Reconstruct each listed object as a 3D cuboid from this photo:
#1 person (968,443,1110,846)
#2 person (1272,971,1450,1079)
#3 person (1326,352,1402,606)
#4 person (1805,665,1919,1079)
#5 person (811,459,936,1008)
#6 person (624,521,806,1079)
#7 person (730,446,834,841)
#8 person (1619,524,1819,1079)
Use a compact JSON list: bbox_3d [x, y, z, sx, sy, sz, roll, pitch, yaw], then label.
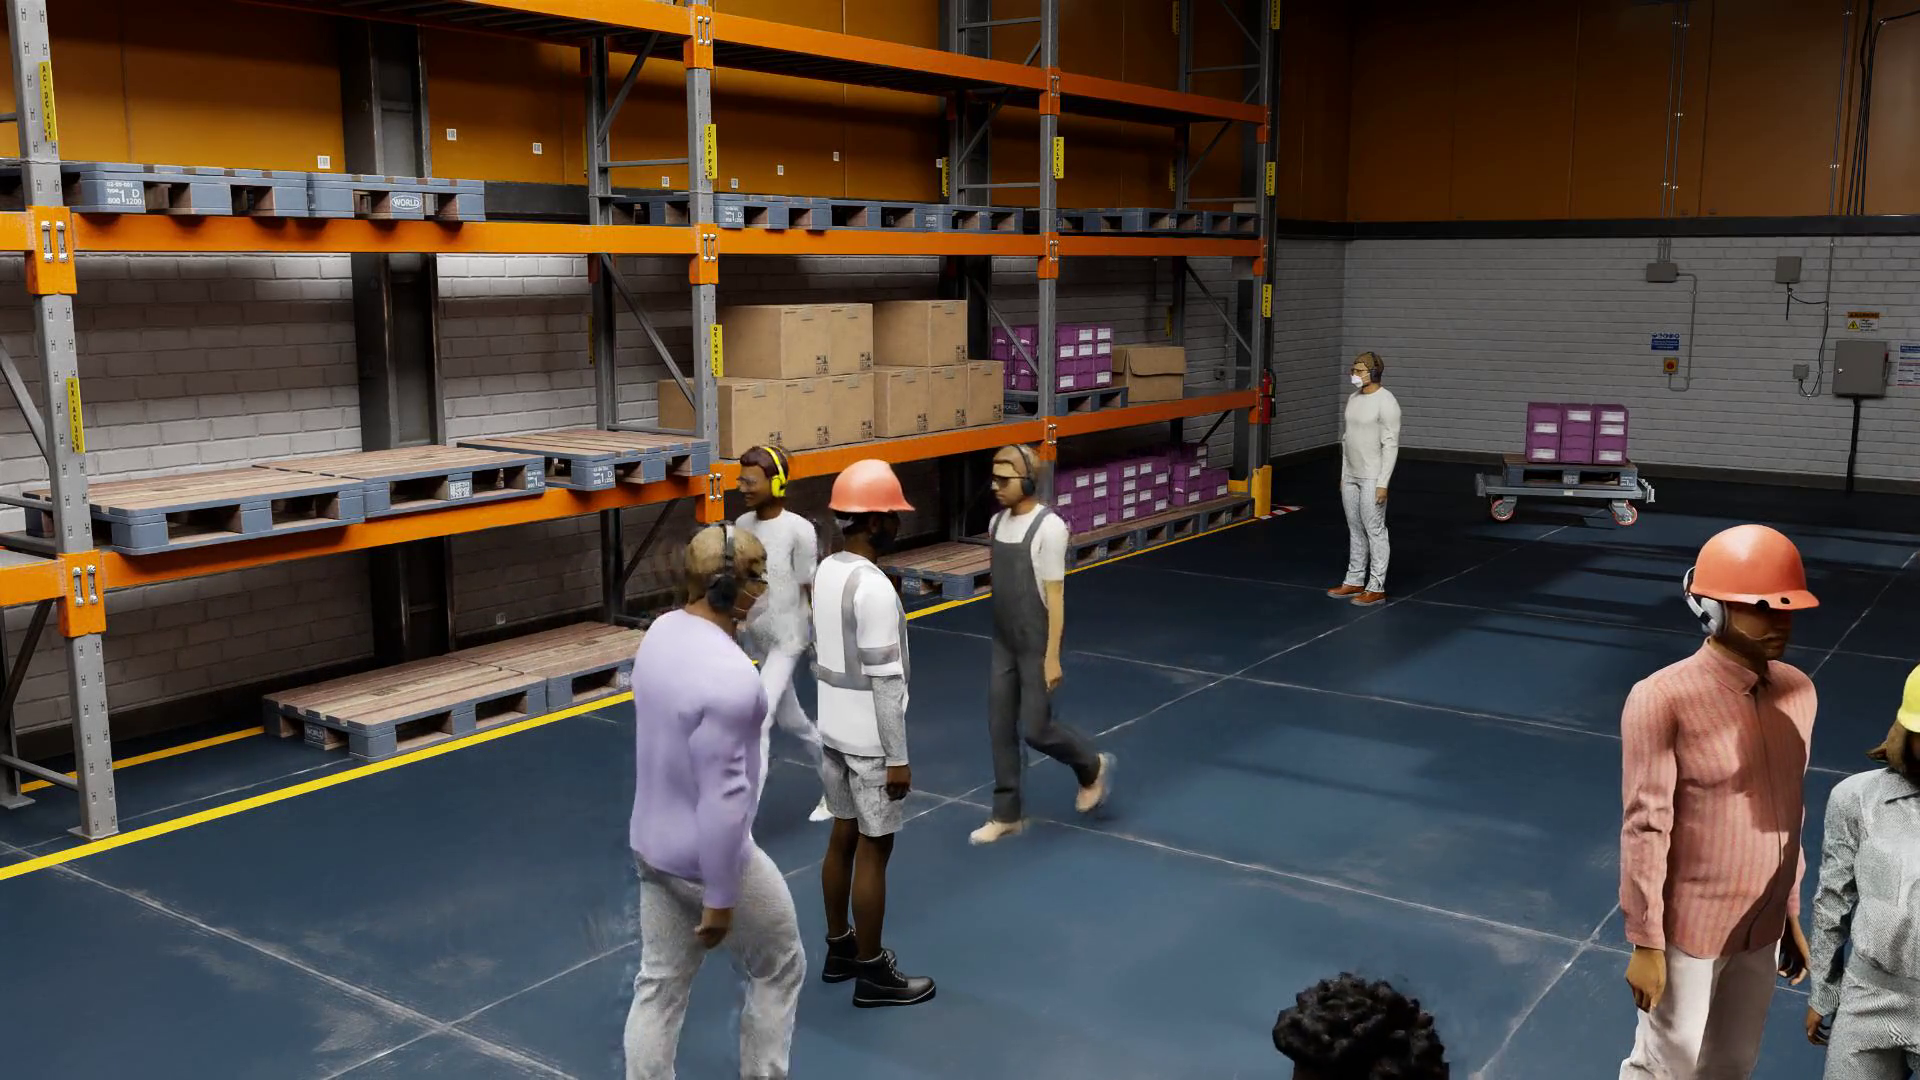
[{"bbox_3d":[0.360,0.463,7.519,0.654,1.828,0.531,-7,12,-37],"label":"person"},{"bbox_3d":[0.543,1.414,2.319,0.755,1.660,0.545,-5,11,-29],"label":"person"},{"bbox_3d":[3.107,-0.469,12.738,0.373,1.940,0.629,-3,10,-19],"label":"person"},{"bbox_3d":[2.242,1.115,3.888,0.492,1.741,0.319,7,12,35],"label":"person"},{"bbox_3d":[-0.321,0.680,5.896,0.353,1.939,0.544,-5,11,-28],"label":"person"},{"bbox_3d":[-0.659,0.887,4.763,0.743,1.909,0.650,-7,12,-37],"label":"person"},{"bbox_3d":[-0.806,0.466,7.520,0.964,1.831,0.540,-9,13,-42],"label":"person"},{"bbox_3d":[1.885,0.945,4.145,0.612,1.995,0.376,-5,11,-27],"label":"person"}]
